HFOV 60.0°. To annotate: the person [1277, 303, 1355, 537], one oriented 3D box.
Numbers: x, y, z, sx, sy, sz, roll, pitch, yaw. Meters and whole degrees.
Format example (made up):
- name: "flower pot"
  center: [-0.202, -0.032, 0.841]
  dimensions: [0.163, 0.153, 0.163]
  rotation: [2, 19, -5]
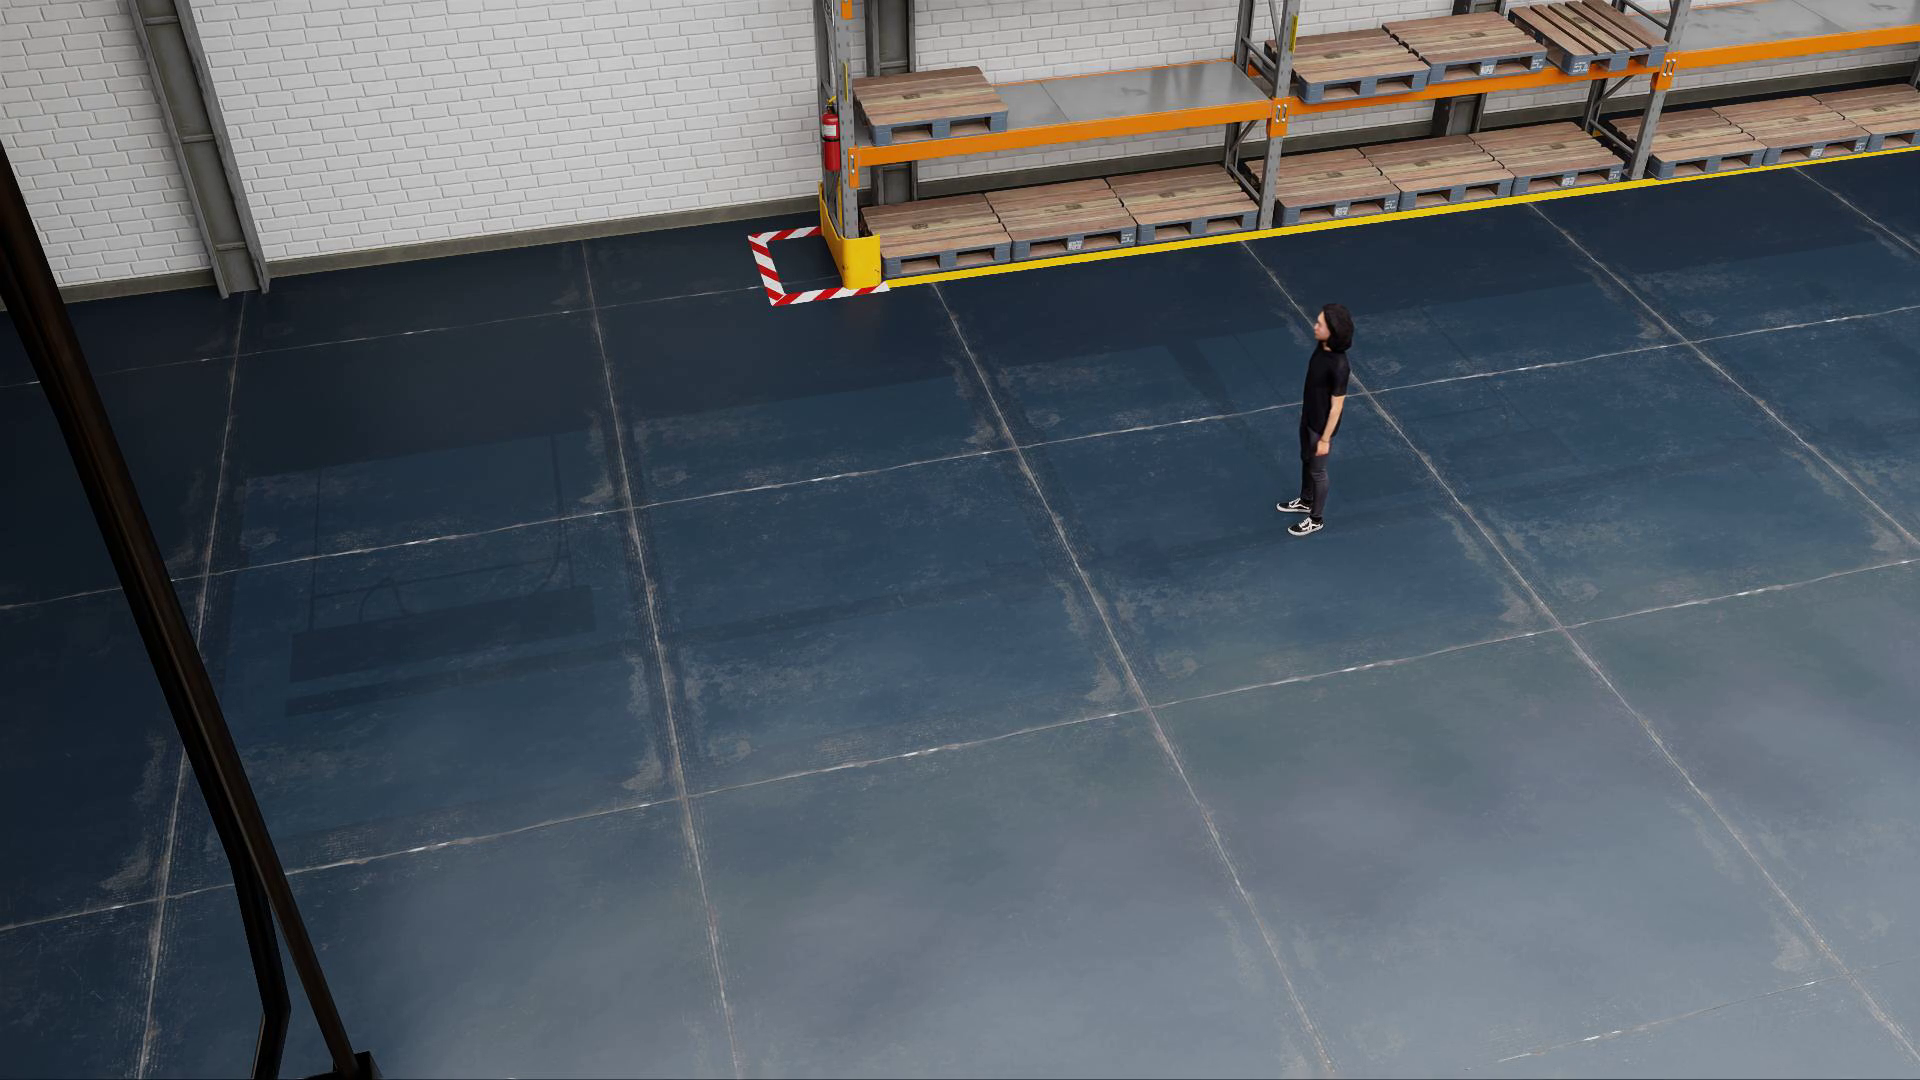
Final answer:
- name: "person"
  center: [2.548, -0.868, 11.730]
  dimensions: [0.574, 1.835, 0.671]
  rotation: [-4, 39, -5]
